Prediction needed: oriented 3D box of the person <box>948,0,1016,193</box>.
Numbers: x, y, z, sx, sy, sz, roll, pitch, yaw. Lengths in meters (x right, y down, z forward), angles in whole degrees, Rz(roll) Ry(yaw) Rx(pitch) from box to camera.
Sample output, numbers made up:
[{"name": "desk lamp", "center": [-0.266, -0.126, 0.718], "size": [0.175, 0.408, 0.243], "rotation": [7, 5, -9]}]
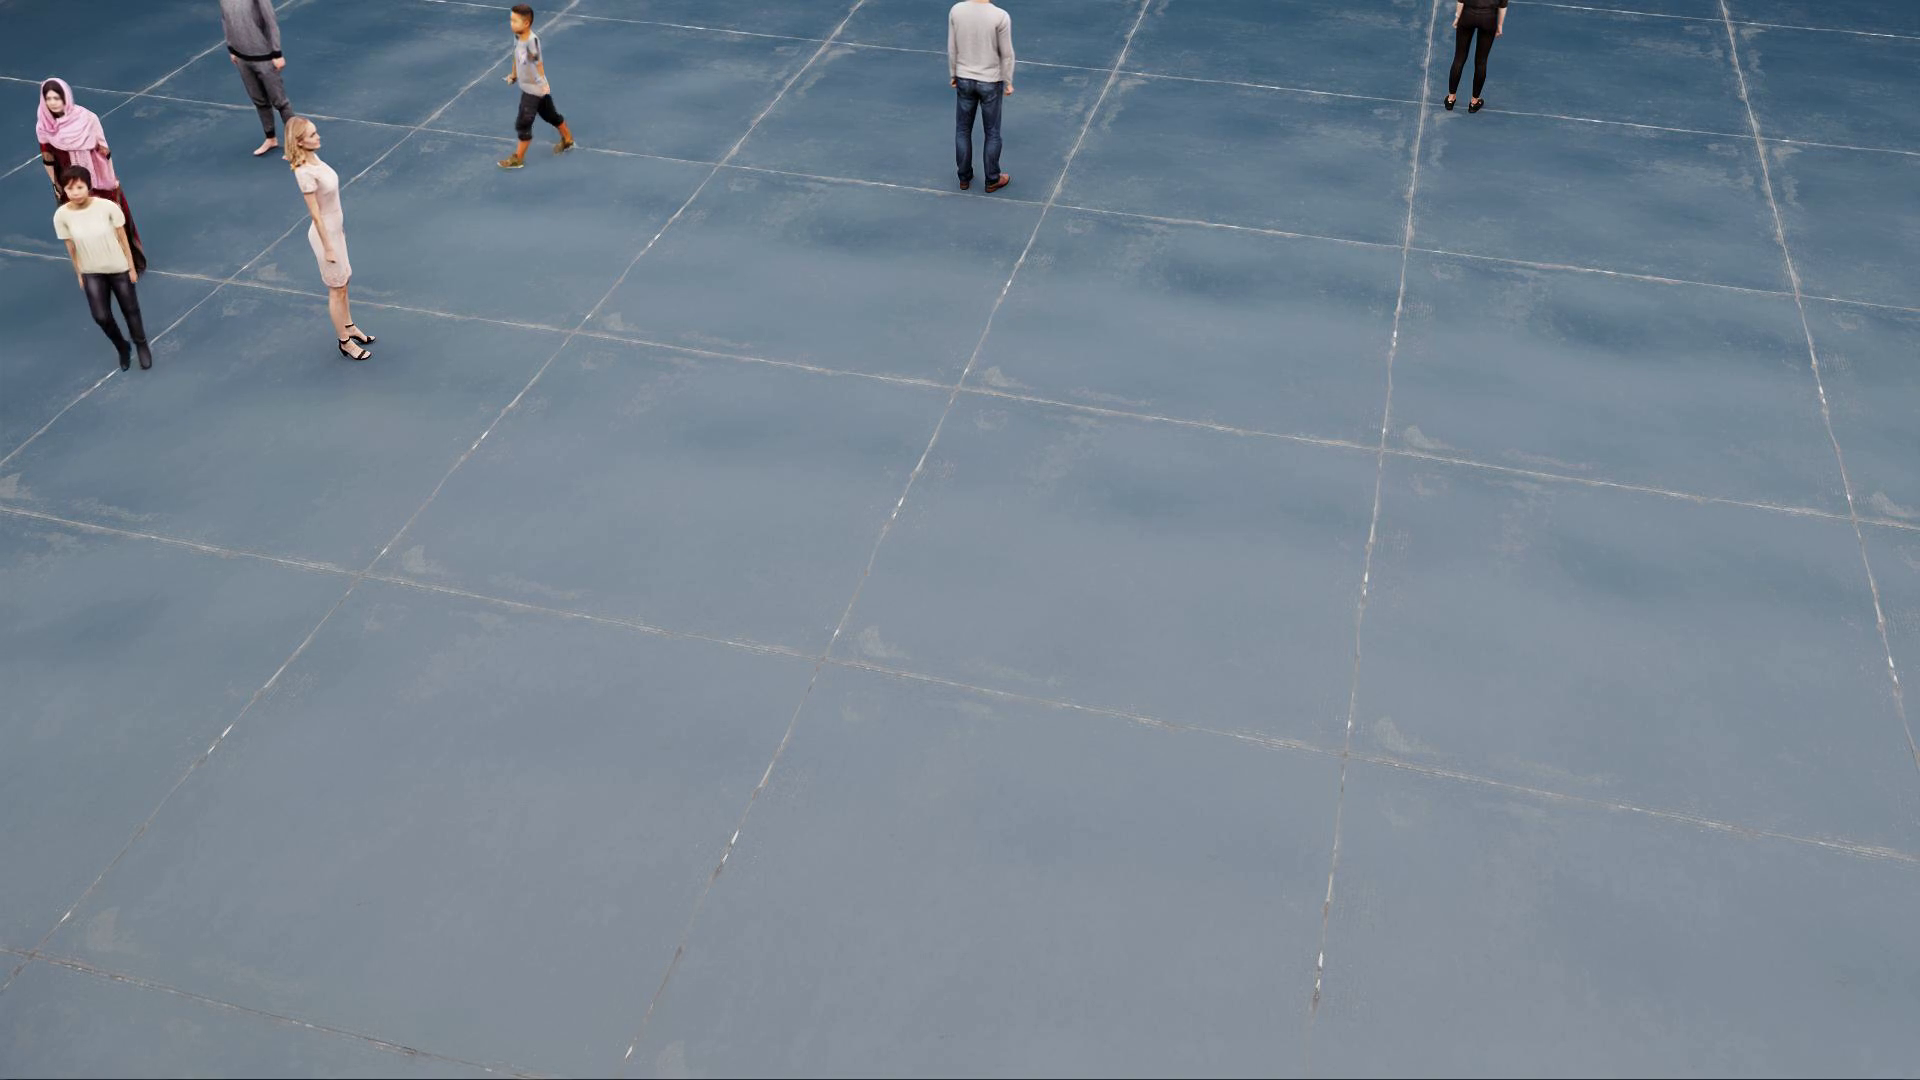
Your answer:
[{"name": "person", "center": [0.168, -3.844, 13.920], "size": [0.749, 1.911, 0.647], "rotation": [13, 40, 16]}]

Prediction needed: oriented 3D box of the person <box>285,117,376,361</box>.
[{"name": "person", "center": [-4.495, -2.141, 11.808], "size": [0.693, 1.831, 0.558], "rotation": [-5, 38, -6]}]

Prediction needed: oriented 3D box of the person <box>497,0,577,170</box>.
[{"name": "person", "center": [-3.695, -4.047, 14.577], "size": [1.065, 1.419, 0.957], "rotation": [-23, 44, -27]}]

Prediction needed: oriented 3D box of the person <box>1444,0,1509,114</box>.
[{"name": "person", "center": [4.764, -4.789, 15.288], "size": [0.616, 1.713, 0.549], "rotation": [14, 40, 17]}]

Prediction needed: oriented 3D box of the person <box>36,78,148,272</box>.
[{"name": "person", "center": [-6.720, -2.772, 12.772], "size": [0.760, 1.637, 0.809], "rotation": [-17, 41, -21]}]

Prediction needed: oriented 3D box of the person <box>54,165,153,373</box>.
[{"name": "person", "center": [-6.025, -1.928, 11.742], "size": [0.705, 1.577, 0.747], "rotation": [-15, 40, -18]}]

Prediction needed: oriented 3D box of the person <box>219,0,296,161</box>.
[{"name": "person", "center": [-6.130, -4.251, 14.495], "size": [0.701, 1.843, 0.545], "rotation": [12, 40, 15]}]
